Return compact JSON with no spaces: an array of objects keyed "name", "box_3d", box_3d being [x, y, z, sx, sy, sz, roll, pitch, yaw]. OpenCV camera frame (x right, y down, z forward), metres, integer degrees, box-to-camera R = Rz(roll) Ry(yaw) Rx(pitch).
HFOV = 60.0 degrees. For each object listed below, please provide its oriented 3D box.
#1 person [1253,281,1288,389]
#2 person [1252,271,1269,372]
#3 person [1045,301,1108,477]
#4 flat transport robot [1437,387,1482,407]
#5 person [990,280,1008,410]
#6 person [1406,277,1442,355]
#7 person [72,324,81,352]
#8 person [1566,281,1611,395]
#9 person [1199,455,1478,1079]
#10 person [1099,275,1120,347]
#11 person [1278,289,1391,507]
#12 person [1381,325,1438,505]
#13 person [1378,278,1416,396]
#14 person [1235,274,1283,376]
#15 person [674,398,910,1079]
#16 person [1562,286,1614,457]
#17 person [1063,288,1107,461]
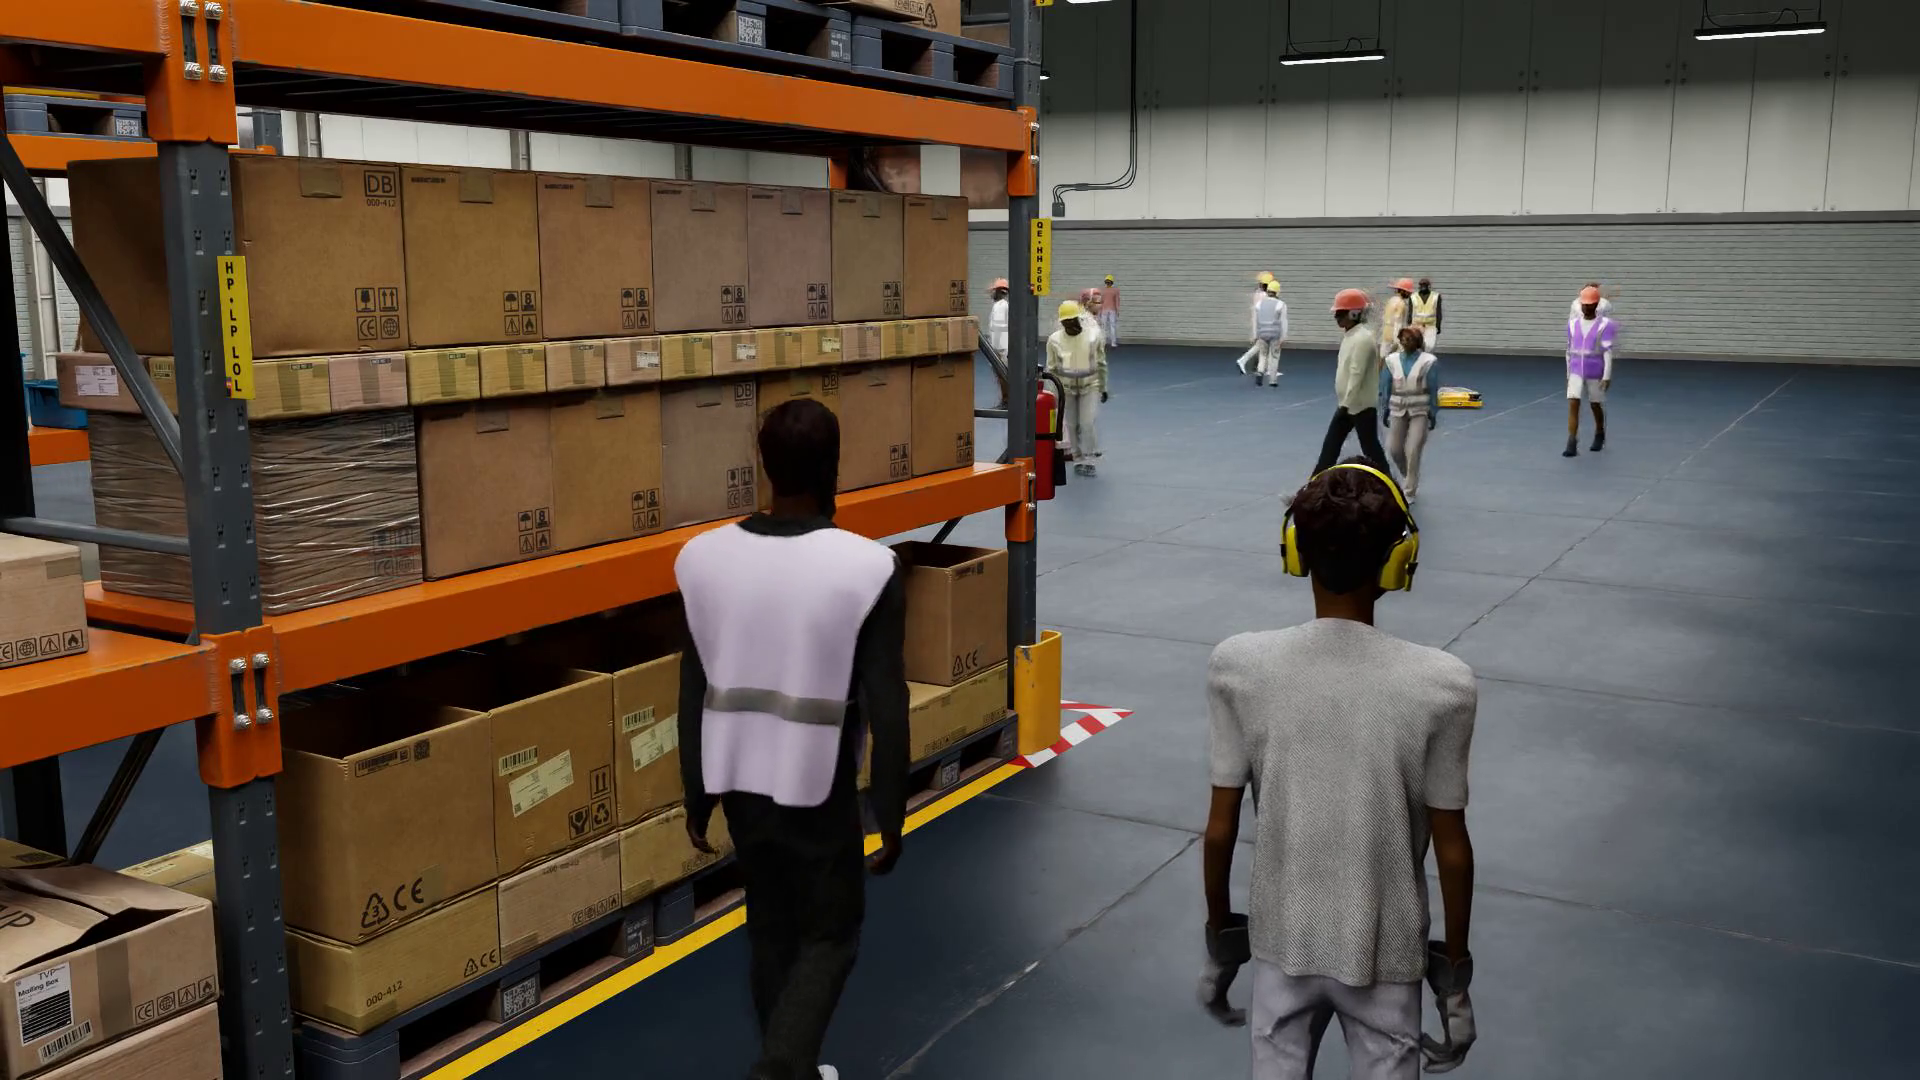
[{"name":"person","box_3d":[5.221,-3.443,27.949,0.610,1.813,0.445,6,11,31]},{"name":"person","box_3d":[5.820,-4.204,32.052,0.379,1.937,0.548,2,10,11]},{"name":"person","box_3d":[1.173,-1.522,16.821,0.617,1.779,0.656,1,10,8]},{"name":"flat transport robot","box_3d":[7.332,-2.156,24.934,0.652,0.197,1.431,1,10,4]},{"name":"person","box_3d":[0.612,-2.766,23.816,0.350,1.889,0.585,3,10,15]},{"name":"person","box_3d":[8.790,-4.061,31.535,0.650,1.827,0.450,2,10,14]},{"name":"person","box_3d":[-12.992,-2.946,25.077,0.499,1.816,1.037,4,10,22]},{"name":"person","box_3d":[10.066,-3.227,26.672,0.617,1.821,0.458,7,12,34]},{"name":"person","box_3d":[0.695,0.779,3.076,0.518,1.874,0.329,4,11,24]},{"name":"person","box_3d":[3.647,-5.592,40.681,0.524,1.769,0.308,3,10,14]},{"name":"person","box_3d":[3.267,-1.142,14.112,1.026,1.938,0.633,-1,10,-5]},{"name":"person","box_3d":[4.087,-1.138,15.038,0.526,1.625,0.552,6,12,34]},{"name":"person","box_3d":[6.941,-3.207,26.411,0.958,1.866,0.679,-1,10,-7]},{"name":"person","box_3d":[5.602,-4.003,30.991,0.817,1.904,0.591,-1,10,-5]},{"name":"person","box_3d":[-0.433,0.615,3.990,0.602,1.896,0.746,3,10,19]},{"name":"person","box_3d":[7.079,-1.903,18.707,0.554,1.904,0.956,8,13,39]},{"name":"person","box_3d":[1.410,-1.791,18.089,0.709,1.879,0.657,-3,10,-19]}]
